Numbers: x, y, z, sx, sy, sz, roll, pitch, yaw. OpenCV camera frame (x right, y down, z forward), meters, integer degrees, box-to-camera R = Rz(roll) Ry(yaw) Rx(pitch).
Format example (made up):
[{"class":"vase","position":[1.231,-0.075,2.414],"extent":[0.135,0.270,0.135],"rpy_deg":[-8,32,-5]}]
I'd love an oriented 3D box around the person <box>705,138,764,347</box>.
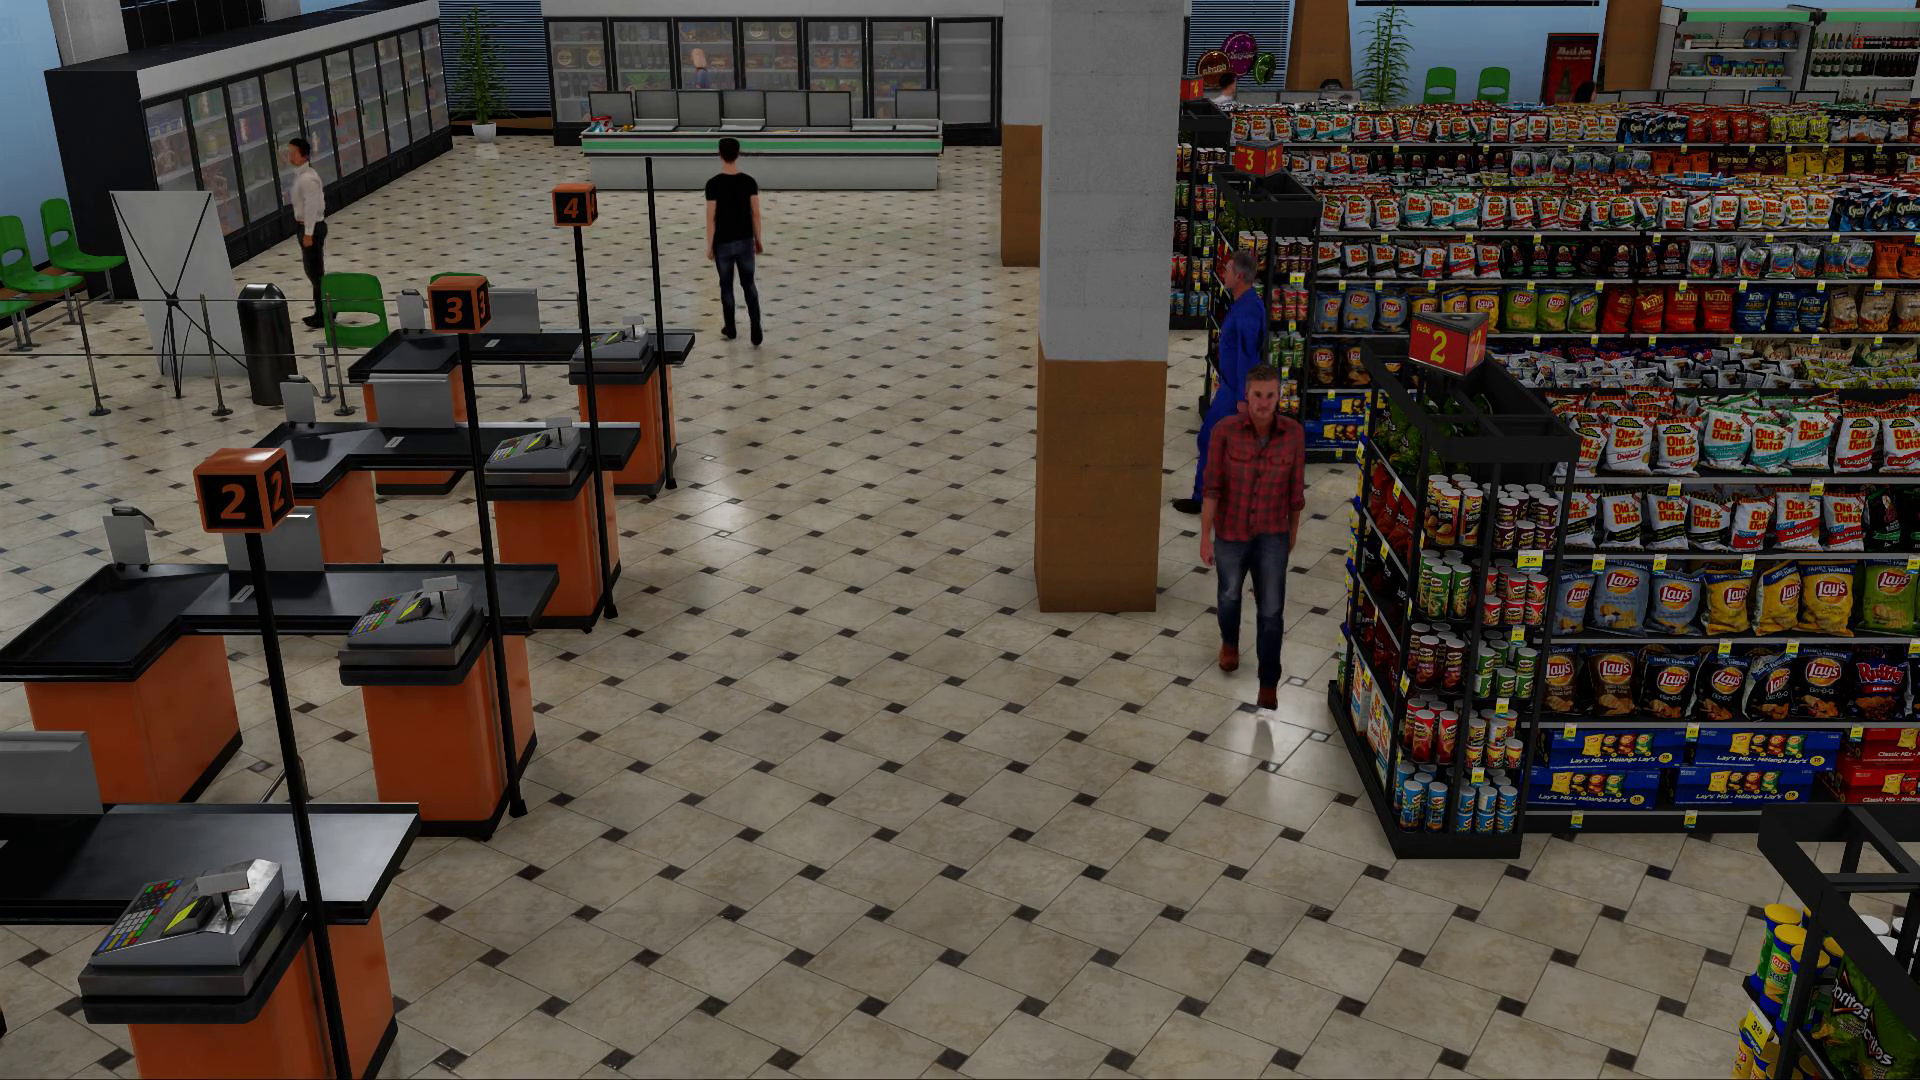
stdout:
[{"class":"person","position":[-2.044,-2.700,15.249],"extent":[1.147,1.873,0.978],"rpy_deg":[-7,23,-17]}]

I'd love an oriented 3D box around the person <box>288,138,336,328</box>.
[{"class":"person","position":[-6.216,-2.948,15.961],"extent":[0.745,1.801,0.784],"rpy_deg":[-7,23,-17]}]

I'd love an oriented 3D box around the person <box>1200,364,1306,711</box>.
[{"class":"person","position":[1.528,-0.069,8.816],"extent":[1.140,1.787,0.862],"rpy_deg":[2,22,6]}]

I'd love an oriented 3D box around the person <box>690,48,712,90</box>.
[{"class":"person","position":[-3.712,-6.408,24.705],"extent":[0.833,1.702,0.624],"rpy_deg":[-2,22,-6]}]

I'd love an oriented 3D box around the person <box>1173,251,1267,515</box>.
[{"class":"person","position":[1.964,-1.008,11.127],"extent":[0.967,1.805,0.870],"rpy_deg":[5,22,13]}]
